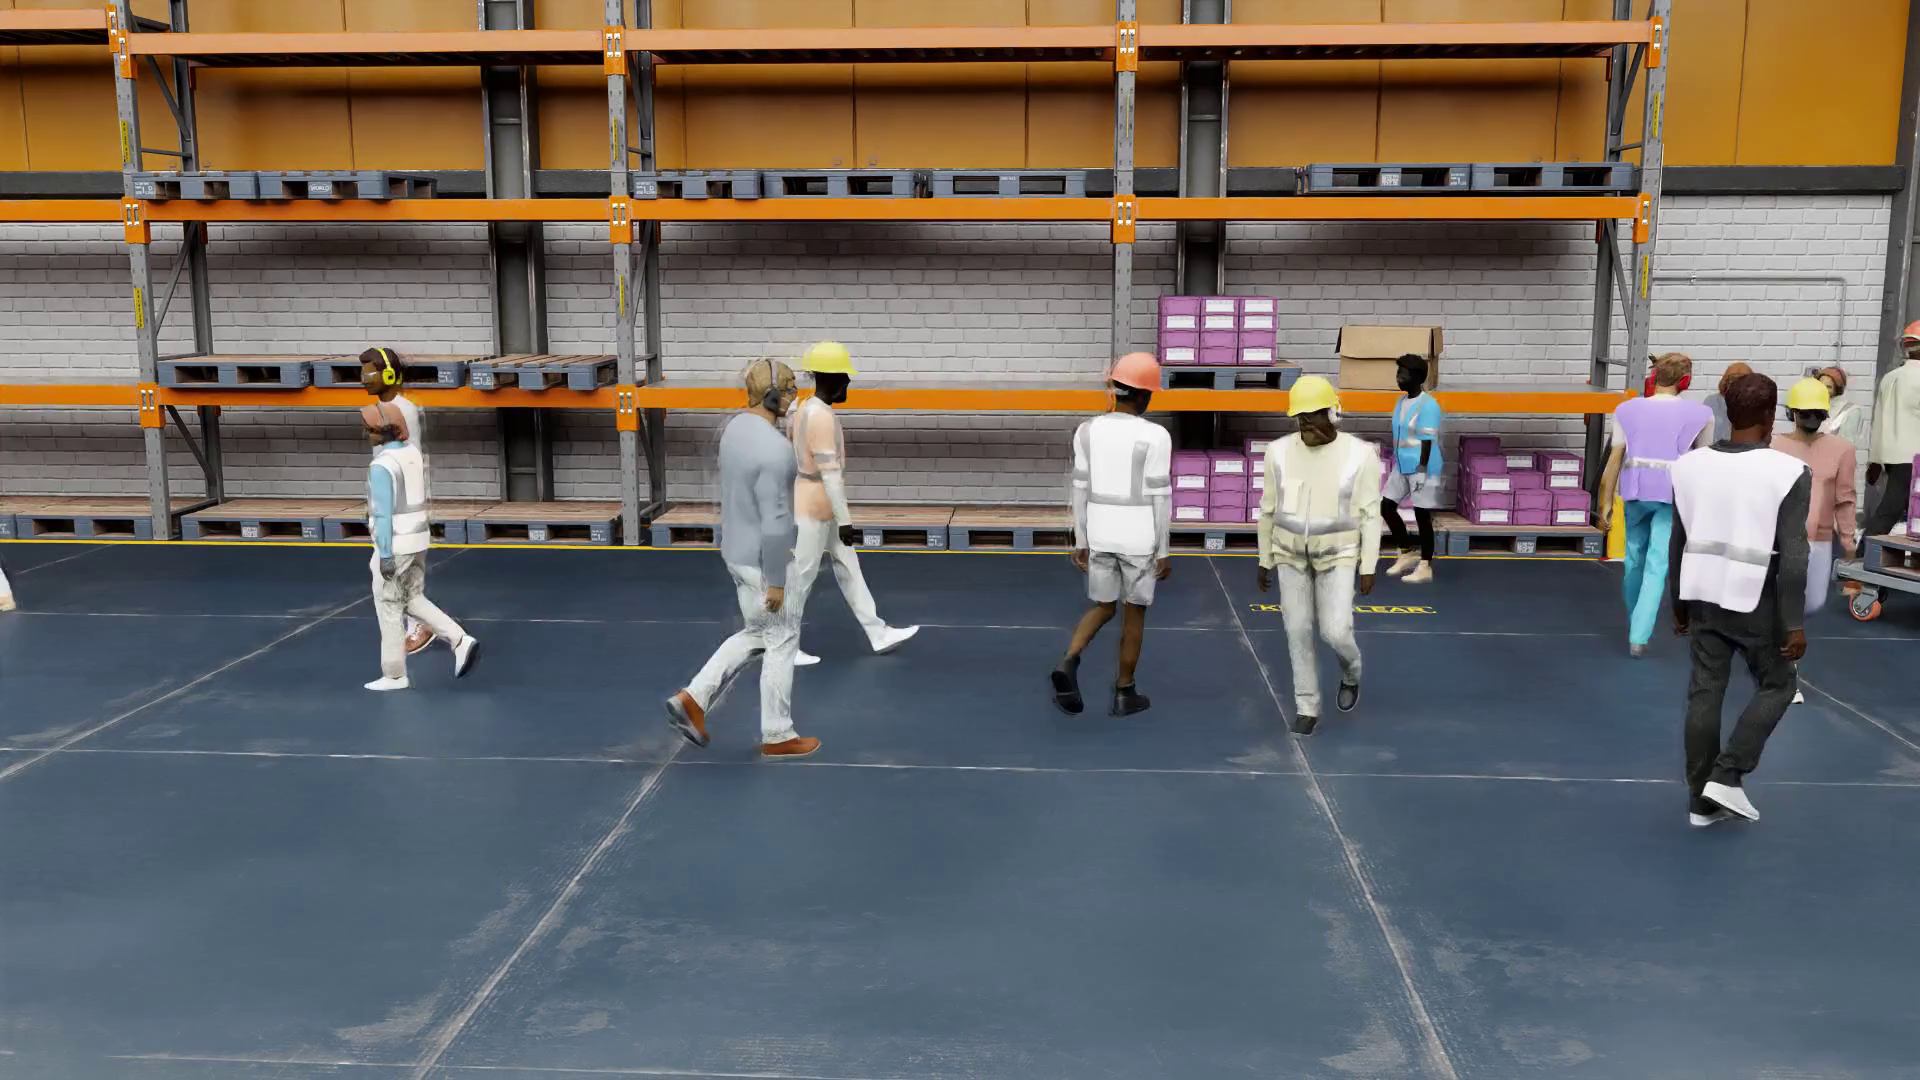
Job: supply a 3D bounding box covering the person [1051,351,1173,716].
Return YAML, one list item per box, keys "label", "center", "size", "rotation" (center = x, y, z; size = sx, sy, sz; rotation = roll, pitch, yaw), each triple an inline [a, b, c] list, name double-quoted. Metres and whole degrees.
- label: "person"
  center: [0.787, 0.001, 8.435]
  size: [0.554, 1.910, 0.646]
  rotation: [7, 12, 35]

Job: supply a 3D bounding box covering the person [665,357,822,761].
- label: "person"
  center: [-0.995, 0.112, 7.738]
  size: [0.628, 1.920, 0.635]
  rotation: [-5, 11, -29]

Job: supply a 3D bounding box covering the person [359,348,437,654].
- label: "person"
  center: [-3.375, -0.224, 9.927]
  size: [0.422, 1.849, 0.533]
  rotation: [-6, 11, -32]

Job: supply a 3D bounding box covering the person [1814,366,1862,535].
- label: "person"
  center: [6.335, -0.472, 12.096]
  size: [0.787, 1.602, 0.500]
  rotation: [-5, 11, -25]

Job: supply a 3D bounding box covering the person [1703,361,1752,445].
- label: "person"
  center: [5.686, -0.527, 12.356]
  size: [0.375, 1.607, 0.572]
  rotation: [-8, 12, -38]

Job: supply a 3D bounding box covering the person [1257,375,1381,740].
- label: "person"
  center: [1.794, 0.074, 8.304]
  size: [0.601, 1.807, 0.508]
  rotation: [5, 11, 25]

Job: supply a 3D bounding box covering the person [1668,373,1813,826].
- label: "person"
  center: [3.212, 0.265, 6.878]
  size: [0.465, 1.904, 0.634]
  rotation: [-7, 12, -34]

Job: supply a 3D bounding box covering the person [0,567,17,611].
- label: "person"
  center: [-6.682, -0.343, 10.784]
  size: [0.948, 1.791, 0.645]
  rotation: [-8, 12, -38]

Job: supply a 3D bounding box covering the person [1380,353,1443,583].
- label: "person"
  center: [3.293, -0.509, 12.084]
  size: [0.407, 1.682, 0.533]
  rotation: [-3, 10, -18]

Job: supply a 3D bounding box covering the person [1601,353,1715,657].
- label: "person"
  center: [4.252, -0.235, 10.113]
  size: [0.571, 1.792, 0.980]
  rotation: [6, 11, 32]

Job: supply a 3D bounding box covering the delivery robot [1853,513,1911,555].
- label: "delivery robot"
  center: [6.727, 0.050, 11.819]
  size: [0.707, 0.478, 0.477]
  rotation: [2, 10, 13]

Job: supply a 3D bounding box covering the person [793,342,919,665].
- label: "person"
  center: [-0.696, -0.199, 9.680]
  size: [0.937, 1.879, 0.605]
  rotation: [-1, 10, -5]

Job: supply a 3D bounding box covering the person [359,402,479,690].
- label: "person"
  center: [-2.982, 0.045, 9.029]
  size: [0.561, 1.609, 0.524]
  rotation: [2, 10, 10]

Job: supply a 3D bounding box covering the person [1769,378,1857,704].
- label: "person"
  center: [4.552, -0.030, 9.086]
  size: [0.532, 1.740, 0.706]
  rotation: [1, 10, 4]

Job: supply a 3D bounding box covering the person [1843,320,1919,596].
- label: "person"
  center: [6.730, -0.558, 11.607]
  size: [1.059, 1.922, 0.638]
  rotation: [1, 10, 3]
